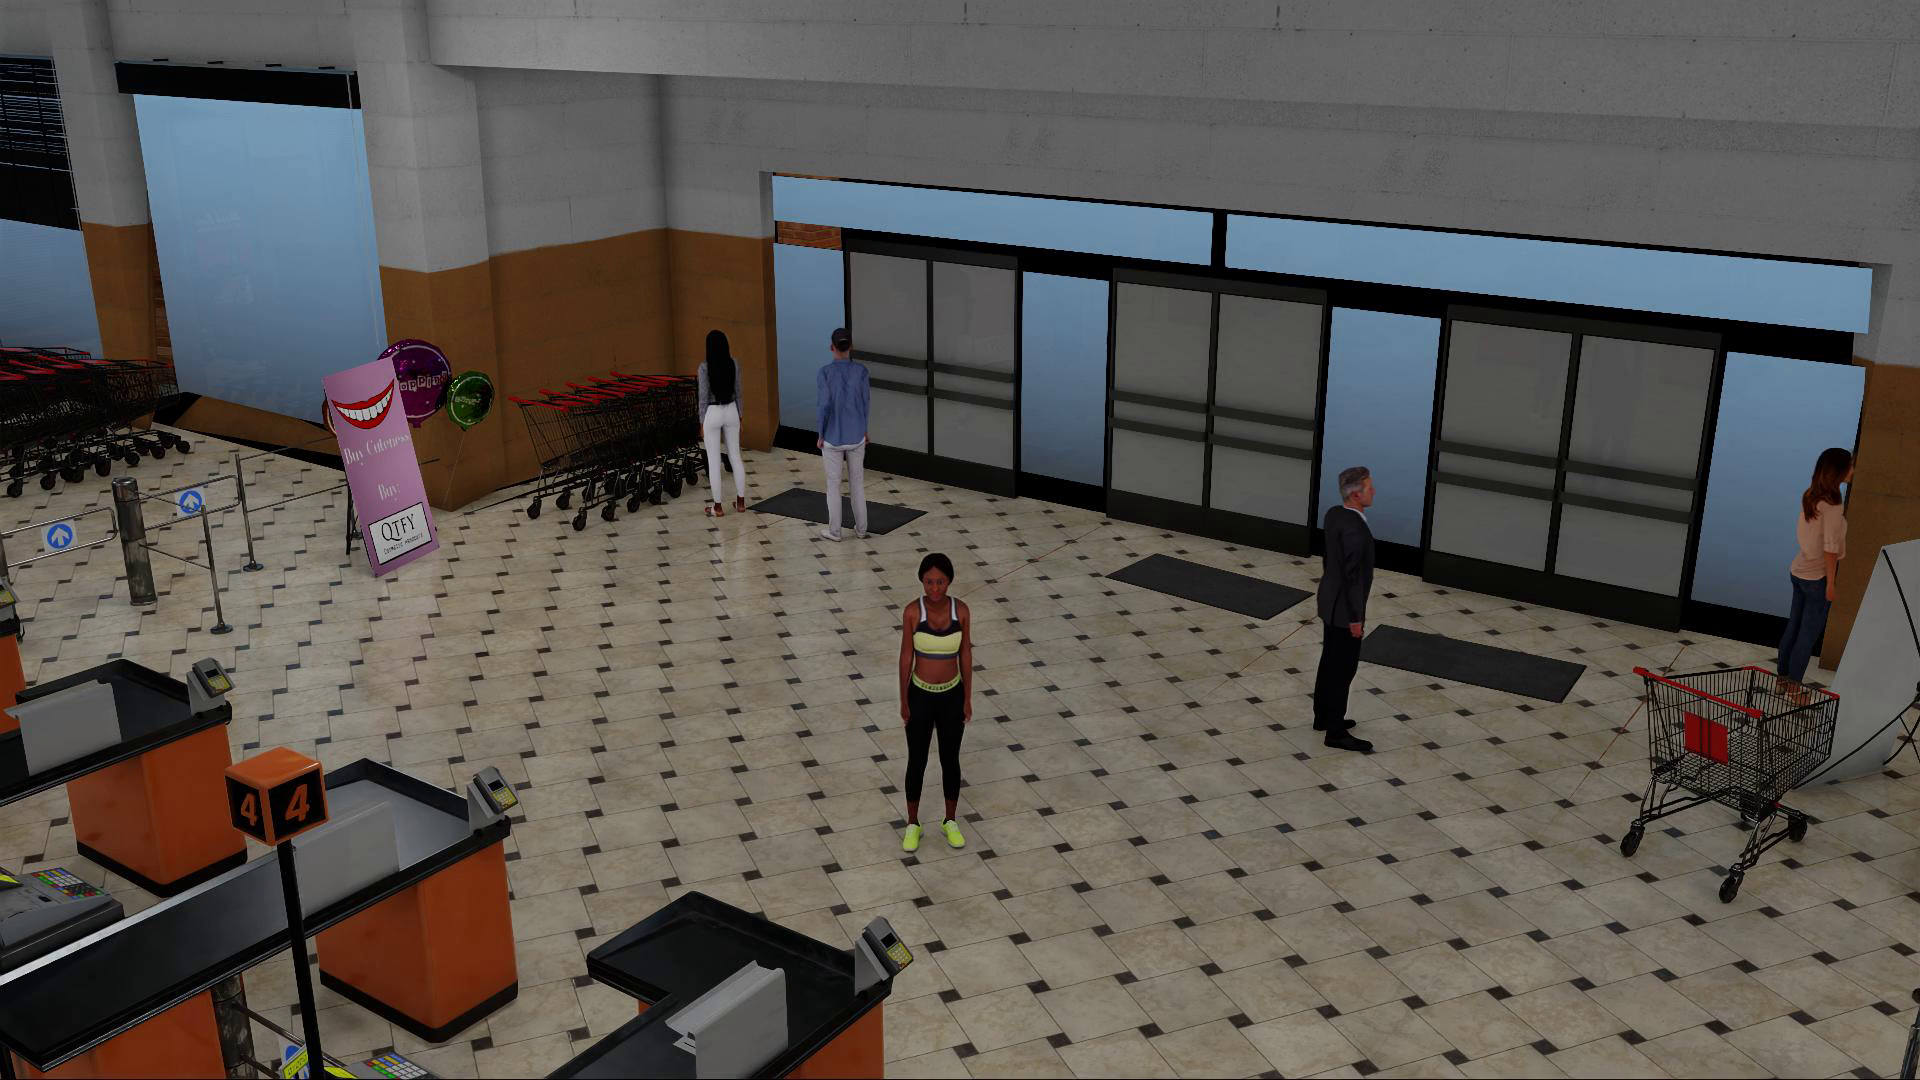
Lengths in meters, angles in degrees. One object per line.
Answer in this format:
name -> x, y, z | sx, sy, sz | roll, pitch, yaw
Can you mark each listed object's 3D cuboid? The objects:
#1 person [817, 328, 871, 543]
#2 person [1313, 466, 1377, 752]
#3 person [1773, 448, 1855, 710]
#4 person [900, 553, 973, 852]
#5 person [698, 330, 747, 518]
person -> -1.018, -0.917, 14.459 | 0.682, 1.888, 0.802 | -8, 20, -23
person -> 2.454, 0.408, 10.605 | 0.869, 1.842, 0.771 | -1, 19, -2
person -> 5.731, 0.242, 11.172 | 0.728, 1.792, 0.618 | 2, 19, 5
person -> -0.136, 0.895, 9.298 | 0.636, 1.753, 0.685 | -2, 19, -7
person -> -2.186, -1.078, 15.196 | 0.584, 1.724, 0.720 | -11, 22, -30
